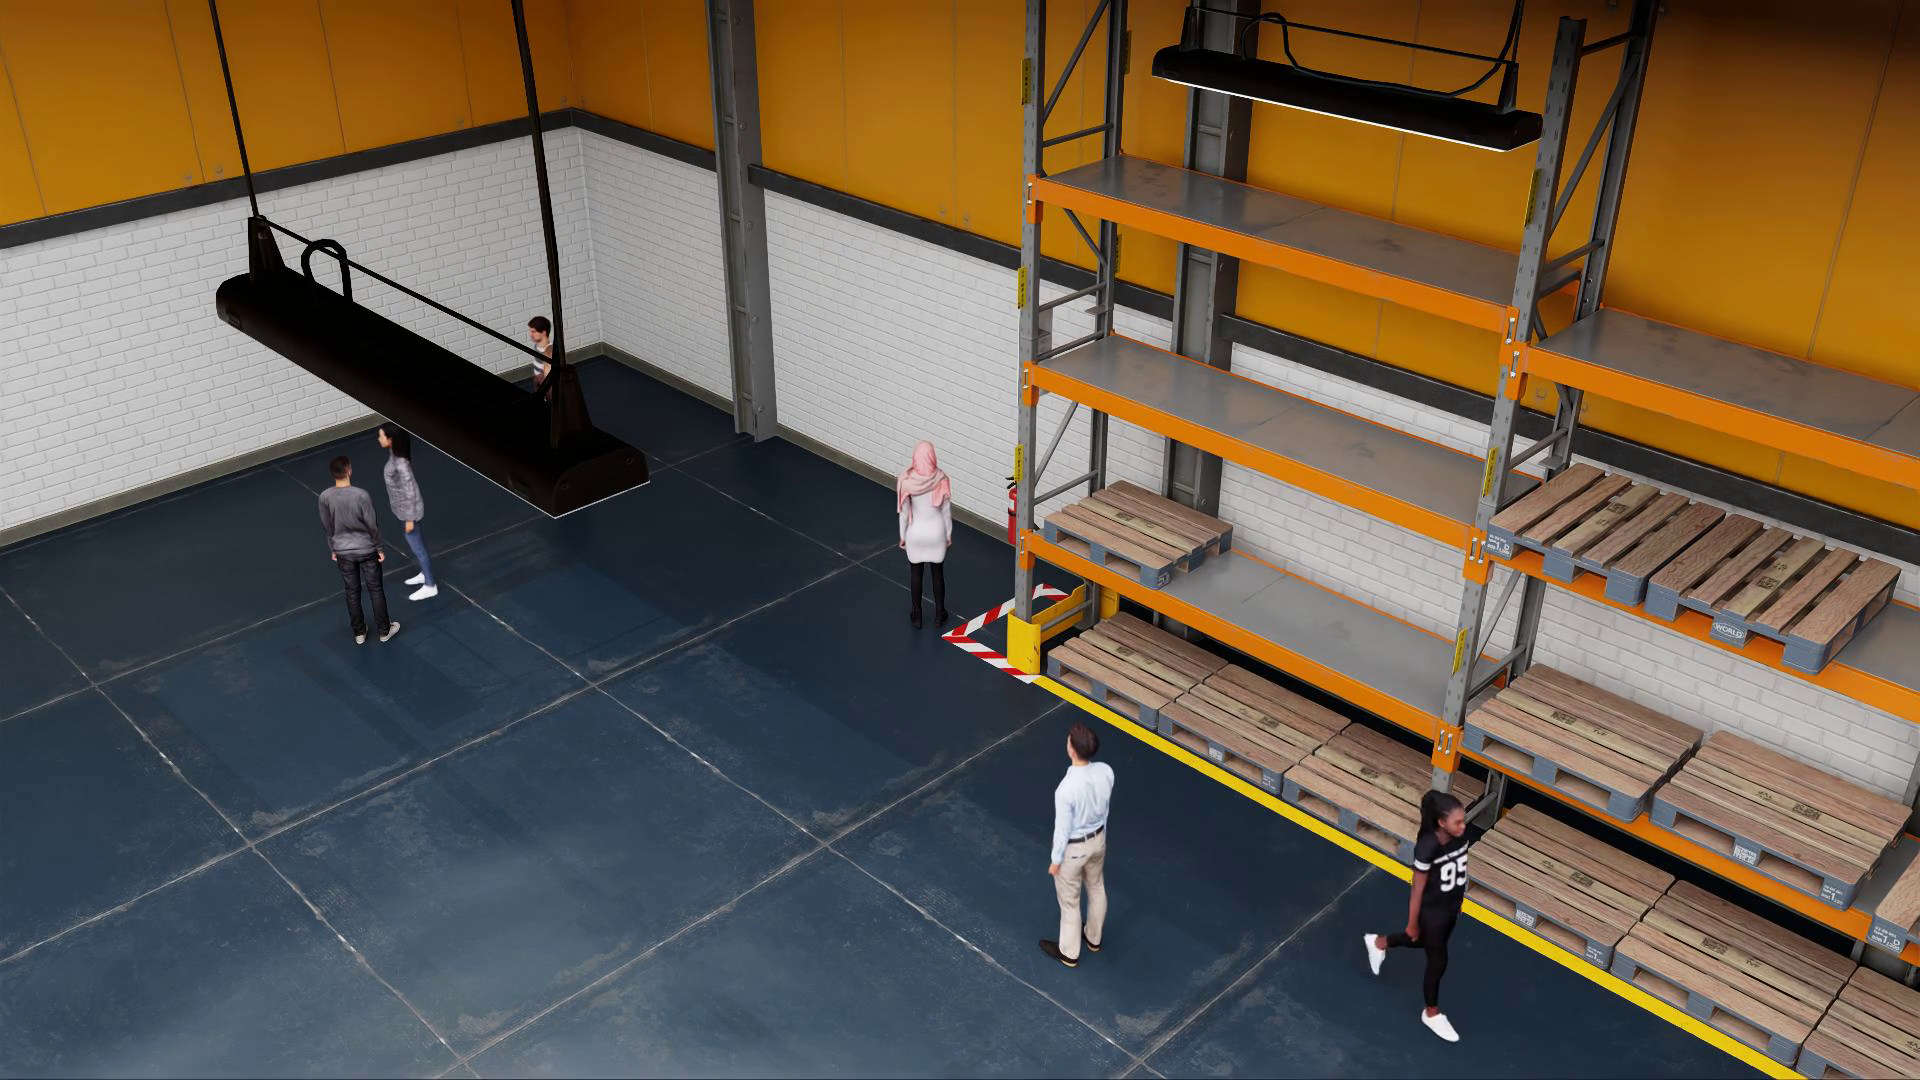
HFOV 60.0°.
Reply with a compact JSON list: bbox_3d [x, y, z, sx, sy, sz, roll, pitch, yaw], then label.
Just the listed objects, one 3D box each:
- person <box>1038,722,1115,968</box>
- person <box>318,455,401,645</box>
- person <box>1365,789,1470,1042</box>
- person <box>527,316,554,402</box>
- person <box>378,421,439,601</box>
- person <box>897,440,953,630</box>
[{"bbox_3d":[0.779,1.987,10.824,0.660,1.848,0.627,-21,35,-34],"label":"person"},{"bbox_3d":[-5.230,0.083,14.405,0.692,1.760,0.731,-2,29,-4],"label":"person"},{"bbox_3d":[2.909,2.279,10.436,0.686,1.705,1.074,-21,35,-33],"label":"person"},{"bbox_3d":[-4.169,-1.440,17.108,0.723,1.846,0.501,-21,35,-33],"label":"person"},{"bbox_3d":[-5.013,-0.288,15.116,0.750,1.731,0.600,-11,30,-19],"label":"person"},{"bbox_3d":[-0.300,-0.047,14.597,0.740,1.803,0.794,-1,29,-2],"label":"person"}]
